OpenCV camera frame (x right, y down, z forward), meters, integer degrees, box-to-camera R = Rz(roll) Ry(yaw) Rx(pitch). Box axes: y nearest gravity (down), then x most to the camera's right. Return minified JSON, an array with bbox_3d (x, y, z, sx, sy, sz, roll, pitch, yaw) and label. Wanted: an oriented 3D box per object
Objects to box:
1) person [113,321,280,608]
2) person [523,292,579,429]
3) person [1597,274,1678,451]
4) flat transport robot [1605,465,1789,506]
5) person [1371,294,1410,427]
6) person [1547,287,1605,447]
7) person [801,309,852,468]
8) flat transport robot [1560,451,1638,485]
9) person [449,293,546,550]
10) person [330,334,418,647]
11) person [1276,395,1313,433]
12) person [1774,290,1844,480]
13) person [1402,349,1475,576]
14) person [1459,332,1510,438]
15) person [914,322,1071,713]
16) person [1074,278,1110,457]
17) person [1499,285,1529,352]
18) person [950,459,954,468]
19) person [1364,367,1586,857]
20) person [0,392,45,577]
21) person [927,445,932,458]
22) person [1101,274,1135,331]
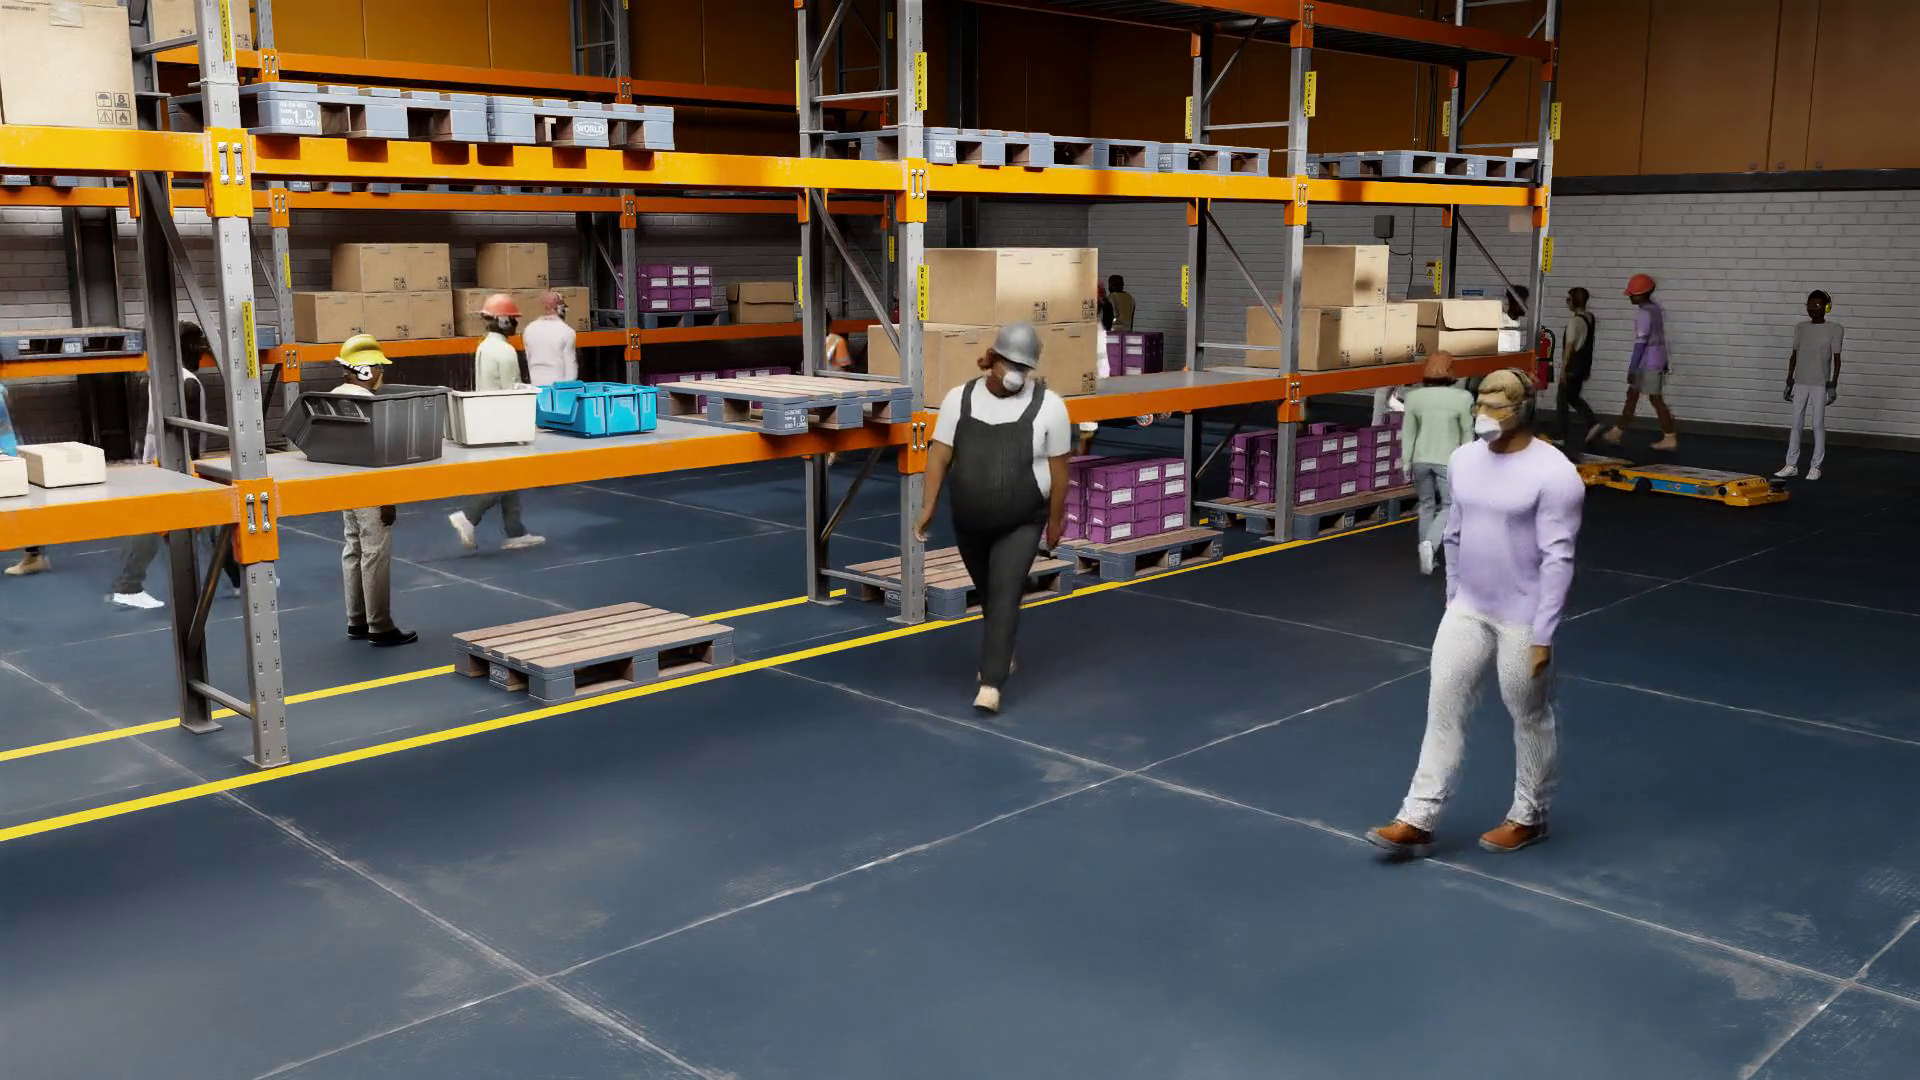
[{"bbox_3d":[-5.089,-0.492,10.858,0.602,1.864,1.041,9,14,41],"label":"person"},{"bbox_3d":[-3.944,-1.471,16.180,0.652,1.861,0.995,4,11,23],"label":"person"},{"bbox_3d":[7.623,-1.979,18.622,0.983,1.970,0.692,5,12,25],"label":"person"},{"bbox_3d":[6.771,-0.521,15.315,0.652,0.197,1.431,-7,13,-34],"label":"flat transport robot"},{"bbox_3d":[4.895,-1.910,18.769,0.882,1.796,0.648,-4,11,-19],"label":"person"},{"bbox_3d":[6.983,-1.946,18.827,0.555,1.831,0.642,-9,14,-41],"label":"person"},{"bbox_3d":[-1.405,-1.556,17.135,0.587,1.662,0.714,7,13,34],"label":"person"},{"bbox_3d":[5.993,-0.745,16.538,0.652,0.197,1.431,-4,11,-23],"label":"flat transport robot"},{"bbox_3d":[-3.525,-0.872,12.587,0.677,1.971,0.628,-6,12,-31],"label":"person"},{"bbox_3d":[-3.478,-0.290,9.792,0.404,1.830,0.603,-10,14,-43],"label":"person"},{"bbox_3d":[3.217,-1.507,16.223,0.748,1.918,0.550,-5,12,-27],"label":"person"},{"bbox_3d":[8.414,-1.527,16.445,0.327,1.869,0.519,-8,13,-38],"label":"person"},{"bbox_3d":[3.333,-0.531,11.683,0.510,1.615,0.612,7,13,34],"label":"person"},{"bbox_3d":[5.247,-1.517,16.695,0.533,1.759,0.343,-2,11,-12],"label":"person"},{"bbox_3d":[0.189,-0.175,8.596,0.700,2.000,0.989,4,11,22],"label":"person"},{"bbox_3d":[1.174,-1.350,15.045,0.523,2.024,0.647,-5,12,-27],"label":"person"},{"bbox_3d":[5.603,-1.735,17.513,0.750,1.909,0.615,5,12,28],"label":"person"},{"bbox_3d":[0.138,-1.700,17.340,1.016,1.877,0.566,-7,13,-34],"label":"person"},{"bbox_3d":[1.958,0.311,6.302,0.900,1.906,0.655,-7,12,-32],"label":"person"},{"bbox_3d":[-6.831,-0.529,11.539,0.796,1.656,0.545,-9,13,-39],"label":"person"},{"bbox_3d":[-0.167,-1.827,17.878,0.695,1.931,0.939,10,14,43],"label":"person"},{"bbox_3d":[2.247,-2.904,24.022,0.624,1.844,0.430,-10,14,-43],"label":"person"}]
